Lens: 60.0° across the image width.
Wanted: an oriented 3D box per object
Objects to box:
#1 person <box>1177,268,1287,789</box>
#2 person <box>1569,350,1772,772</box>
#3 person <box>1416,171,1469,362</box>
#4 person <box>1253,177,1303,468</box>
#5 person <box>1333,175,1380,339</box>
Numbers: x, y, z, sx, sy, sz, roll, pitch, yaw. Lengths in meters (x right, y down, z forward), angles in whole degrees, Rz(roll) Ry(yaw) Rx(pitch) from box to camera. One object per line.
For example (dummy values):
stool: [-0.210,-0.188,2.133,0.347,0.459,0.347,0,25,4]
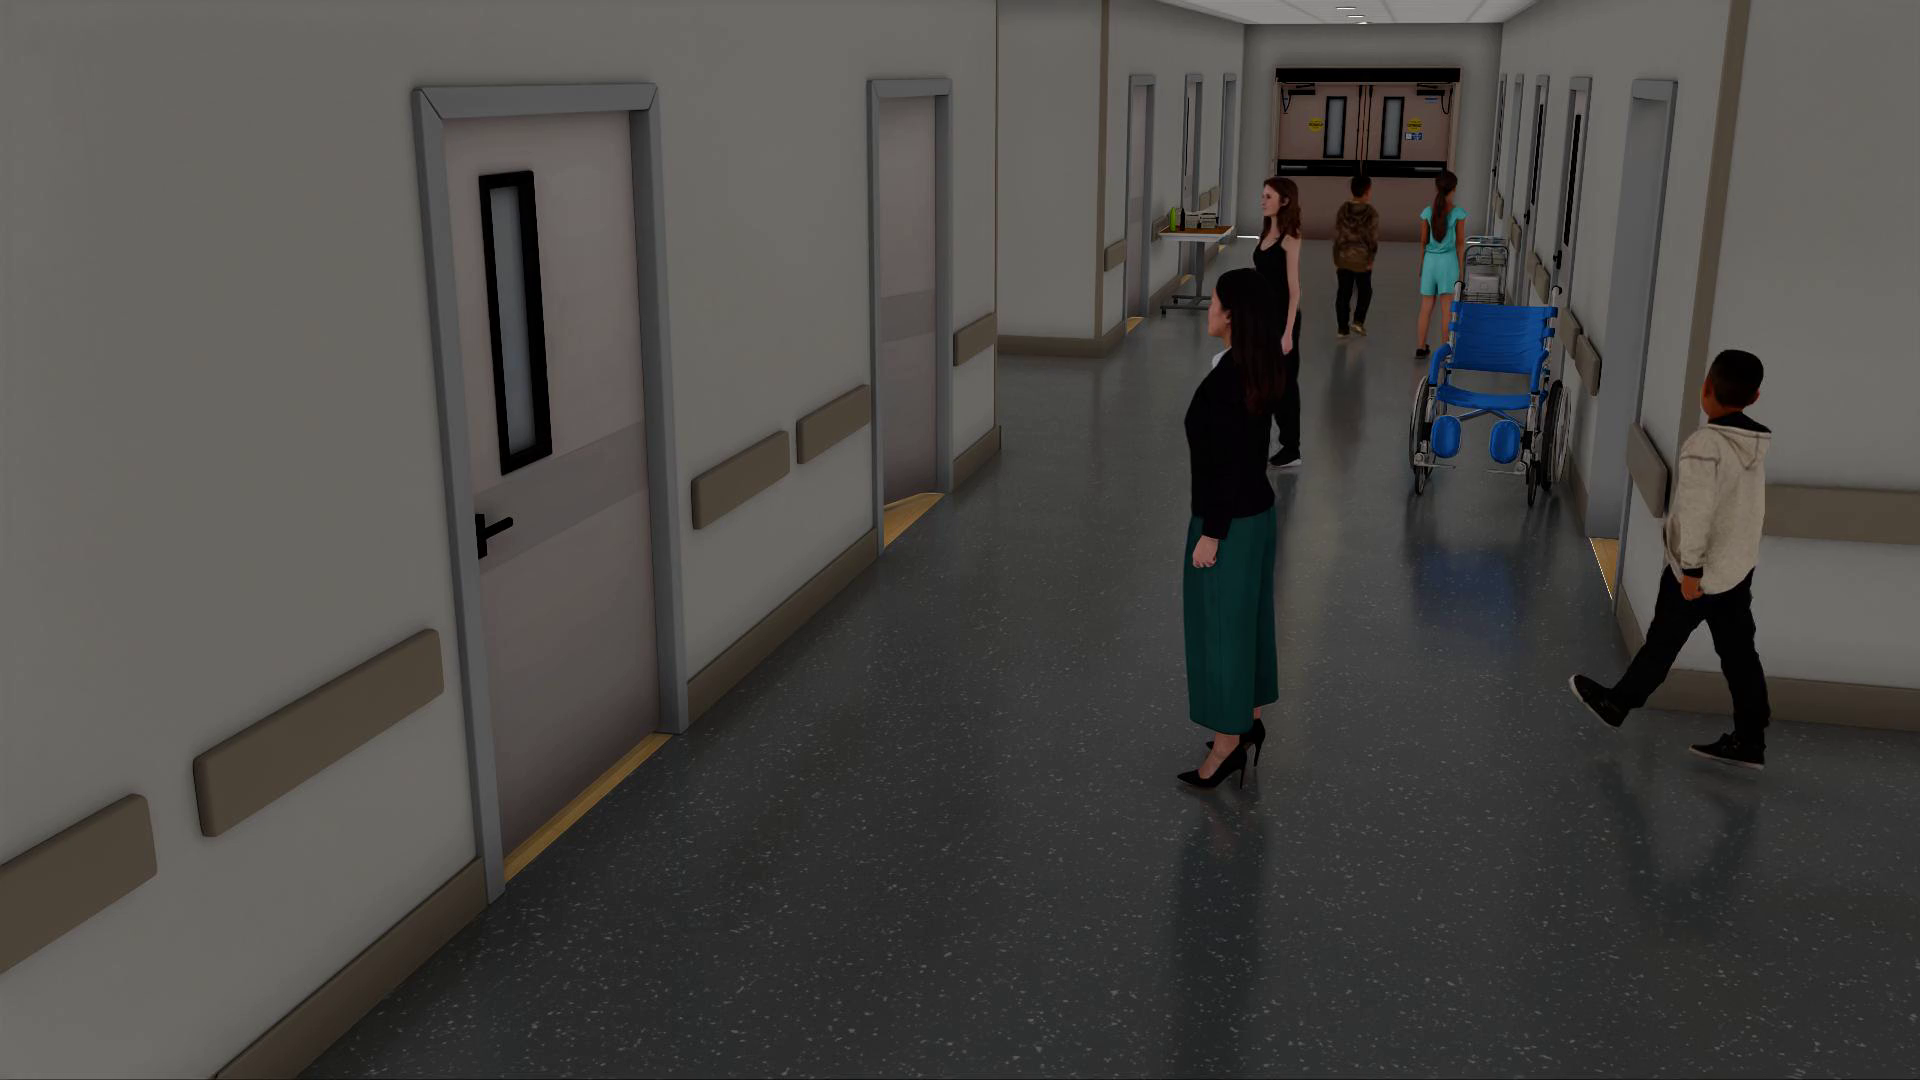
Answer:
person: [0.908,-0.030,5.531,0.728,1.739,0.536,8,18,27]
person: [2.624,0.106,5.645,0.980,1.416,0.997,-12,20,-37]
person: [4.017,-2.293,13.895,0.614,1.557,0.629,11,19,33]
person: [1.933,-1.316,10.087,0.766,1.743,0.692,-8,18,-26]
person: [3.519,-2.522,14.915,0.617,1.443,0.628,7,17,23]
